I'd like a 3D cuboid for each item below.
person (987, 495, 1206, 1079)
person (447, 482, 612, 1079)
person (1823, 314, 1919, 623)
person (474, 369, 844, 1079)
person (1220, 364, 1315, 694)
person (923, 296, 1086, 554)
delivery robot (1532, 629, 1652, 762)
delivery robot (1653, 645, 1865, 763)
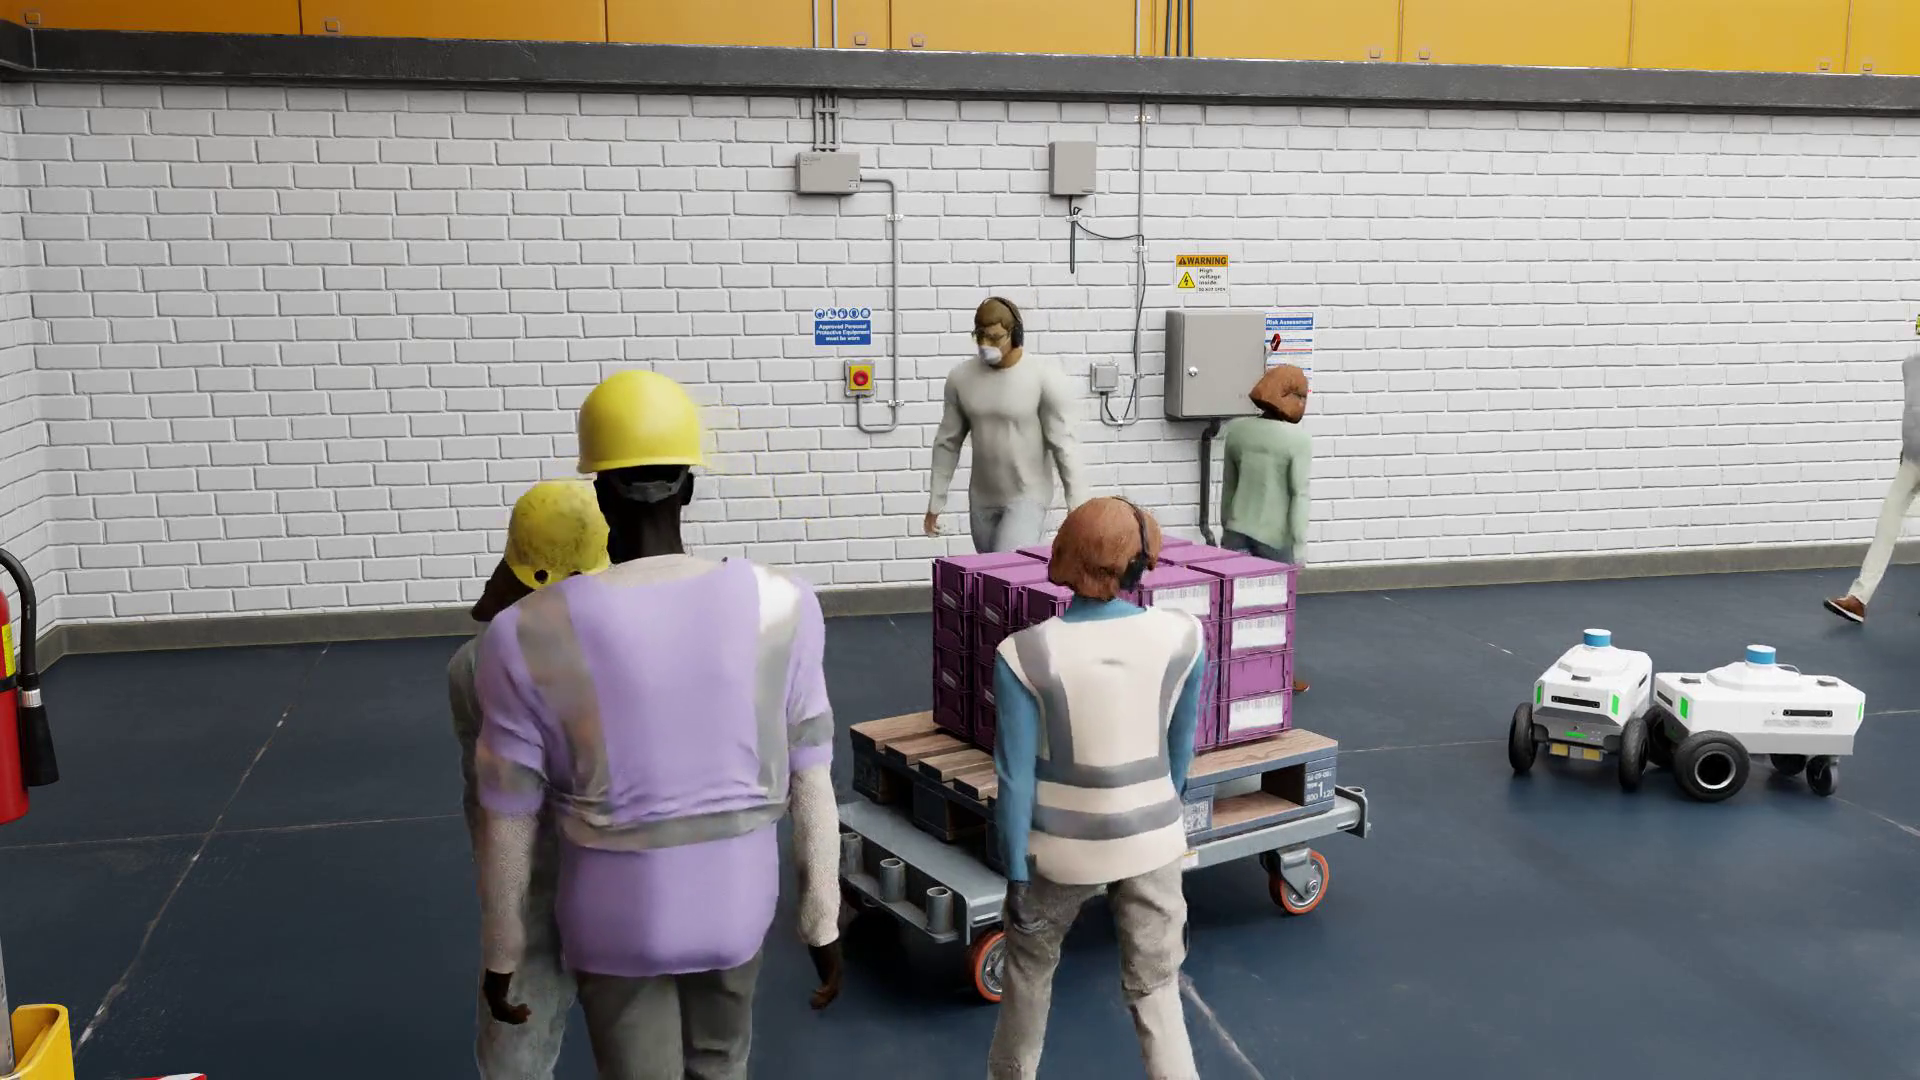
[{"bbox_3d":[0.306,0.686,3.688,0.493,1.589,0.795,-2,10,-11],"label":"person"},{"bbox_3d":[-0.739,0.726,3.185,0.491,1.687,0.862,0,10,-1],"label":"person"},{"bbox_3d":[5.296,-0.410,9.147,1.003,1.808,0.544,-4,11,-20],"label":"person"},{"bbox_3d":[-0.564,0.646,3.012,0.613,1.901,0.711,-5,11,-25],"label":"person"},{"bbox_3d":[1.342,-0.001,7.513,0.520,1.583,0.828,10,14,43],"label":"person"},{"bbox_3d":[0.165,-0.136,7.415,0.731,1.873,0.980,7,12,34],"label":"person"},{"bbox_3d":[2.570,0.604,6.744,0.477,0.478,0.707,6,12,31],"label":"delivery robot"},{"bbox_3d":[3.100,0.653,6.469,0.707,0.478,0.477,1,10,4],"label":"delivery robot"}]
